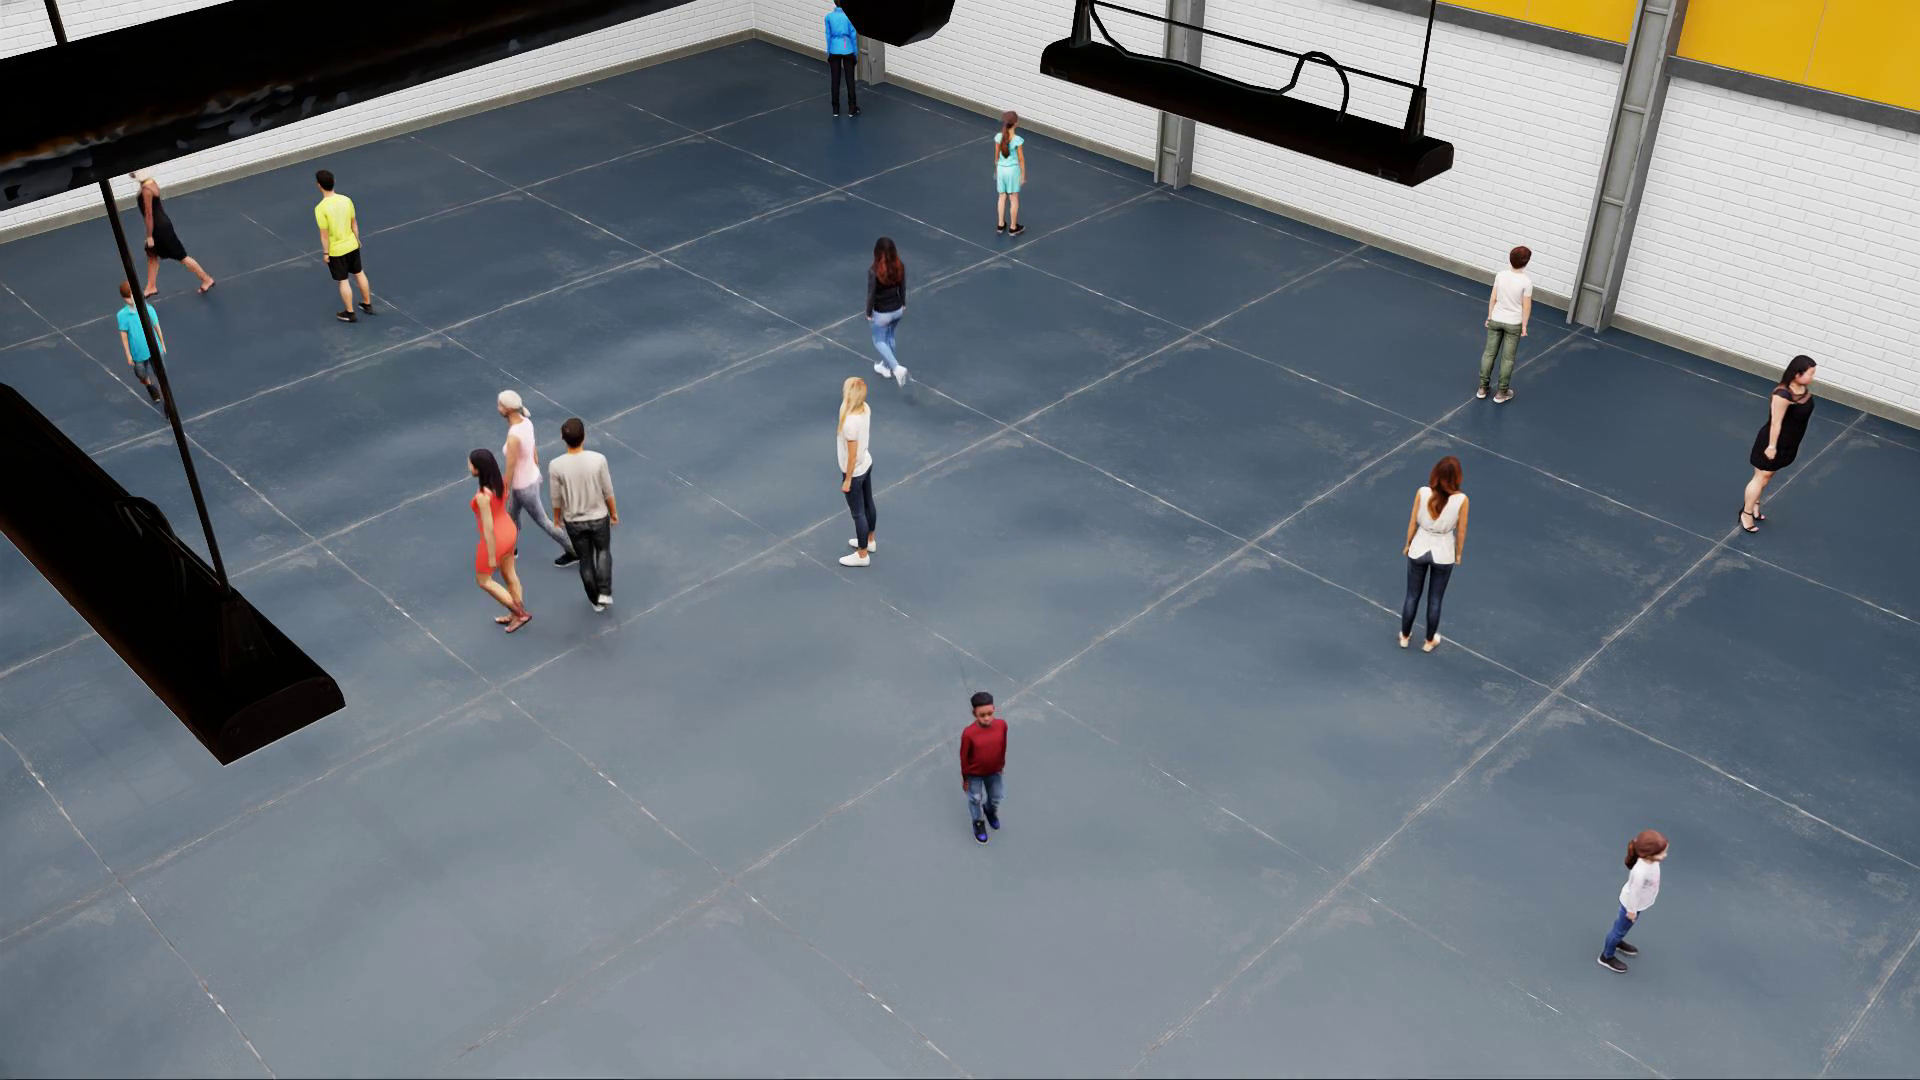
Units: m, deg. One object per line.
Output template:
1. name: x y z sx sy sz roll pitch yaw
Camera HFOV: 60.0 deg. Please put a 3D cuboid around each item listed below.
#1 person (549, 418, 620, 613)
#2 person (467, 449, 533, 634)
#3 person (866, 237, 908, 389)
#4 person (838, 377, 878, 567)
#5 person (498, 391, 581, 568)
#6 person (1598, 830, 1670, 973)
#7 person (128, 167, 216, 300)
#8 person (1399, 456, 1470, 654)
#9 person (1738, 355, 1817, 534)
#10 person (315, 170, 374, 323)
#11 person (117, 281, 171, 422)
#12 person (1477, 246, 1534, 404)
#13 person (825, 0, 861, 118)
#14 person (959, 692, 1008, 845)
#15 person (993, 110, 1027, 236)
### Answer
1. person: -3.053 -0.141 13.650 0.811 1.802 0.845 -9 35 -13
2. person: -3.668 0.016 13.496 0.783 1.711 0.734 5 34 7
3. person: -0.716 -2.319 17.096 0.711 1.614 0.975 -22 40 -30
4. person: -0.876 -0.601 14.336 0.673 1.809 0.674 8 35 12
5. person: -3.641 -0.478 14.259 1.129 1.689 1.044 2 34 3
6. person: 4.314 2.277 10.638 0.491 1.110 0.464 22 40 30
7. person: -8.930 -3.492 18.790 0.932 1.692 1.100 -12 36 -18
8. person: 3.766 0.118 13.276 0.595 1.785 0.736 13 36 19
9. person: 7.278 -0.876 14.838 0.620 1.712 0.665 24 41 32
10. person: -6.861 -3.275 18.450 0.552 1.707 0.651 23 40 30
11. person: -8.185 -1.933 16.681 0.715 1.431 0.979 -16 37 -23
12. person: 5.540 -2.199 16.882 0.505 1.653 0.669 23 40 30
13. person: -1.707 -7.015 24.000 0.675 1.794 0.756 4 34 5
14. person: 0.140 1.550 11.606 0.592 1.247 0.630 -10 35 -15
15. person: 0.597 -4.515 20.452 0.577 1.556 0.695 18 37 24
